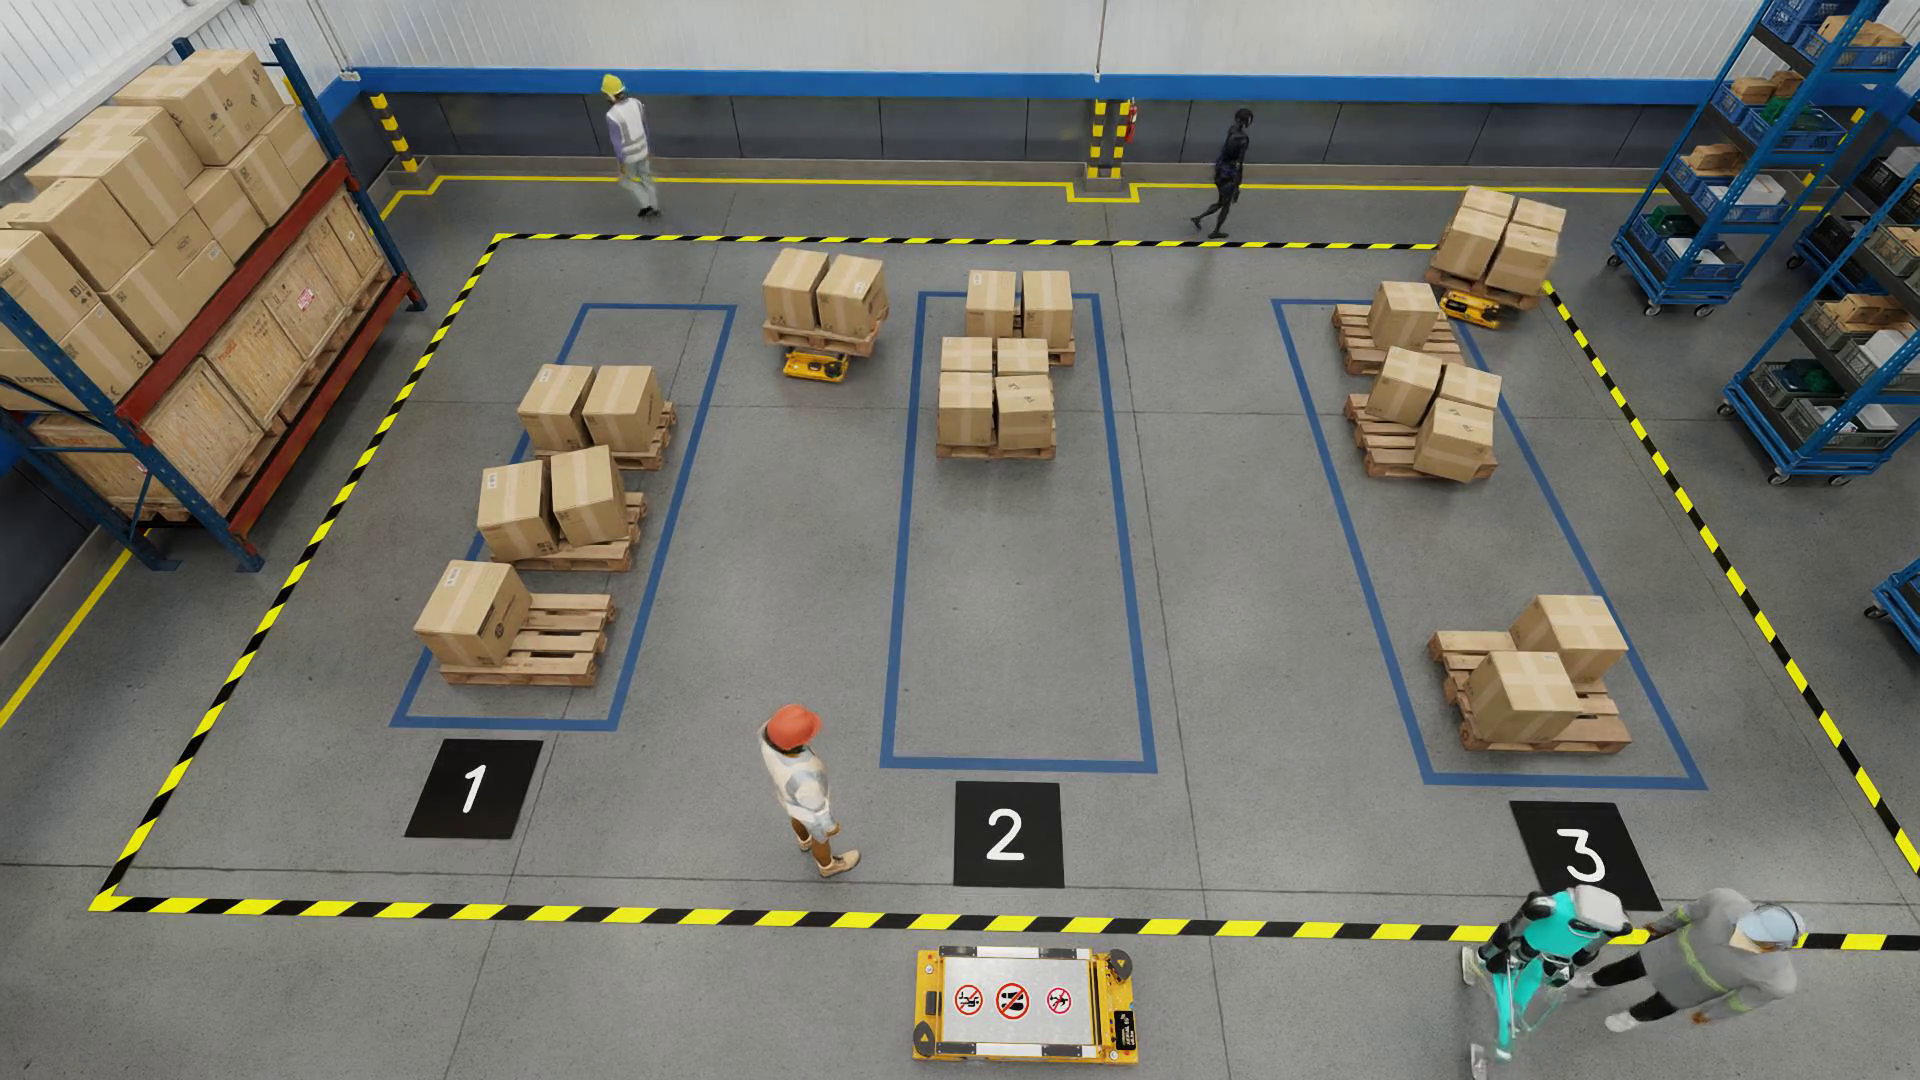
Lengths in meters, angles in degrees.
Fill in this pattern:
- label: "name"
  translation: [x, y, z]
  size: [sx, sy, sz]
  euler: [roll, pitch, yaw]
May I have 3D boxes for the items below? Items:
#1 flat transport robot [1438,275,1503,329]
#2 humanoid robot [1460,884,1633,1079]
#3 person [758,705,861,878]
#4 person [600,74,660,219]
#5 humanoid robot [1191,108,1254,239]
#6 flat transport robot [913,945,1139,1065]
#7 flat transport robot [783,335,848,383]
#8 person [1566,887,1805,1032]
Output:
- label: "flat transport robot"
  translation: [6.239, -3.093, 10.990]
  size: [0.652, 0.197, 1.431]
  euler: [24, 55, 19]
- label: "humanoid robot"
  translation: [3.357, 2.699, 5.382]
  size: [0.537, 1.769, 1.047]
  euler: [9, 51, 8]
- label: "person"
  translation: [-0.989, 1.654, 5.995]
  size: [0.372, 2.042, 0.606]
  euler: [-32, 57, -23]
- label: "person"
  translation: [-4.111, -4.868, 11.452]
  size: [0.443, 1.818, 0.621]
  euler: [21, 54, 16]
- label: "humanoid robot"
  translation: [3.214, -4.443, 11.201]
  size: [0.470, 1.638, 0.609]
  euler: [-7, 51, -6]
- label: "flat transport robot"
  translation: [0.422, 3.041, 6.007]
  size: [1.431, 0.231, 0.659]
  euler: [1, 51, 1]
- label: "flat transport robot"
  translation: [-1.464, -2.357, 10.389]
  size: [0.652, 0.197, 1.431]
  euler: [10, 51, 8]
- label: "person"
  translation: [4.286, 2.517, 5.416]
  size: [0.395, 1.852, 0.596]
  euler: [-6, 51, -5]
